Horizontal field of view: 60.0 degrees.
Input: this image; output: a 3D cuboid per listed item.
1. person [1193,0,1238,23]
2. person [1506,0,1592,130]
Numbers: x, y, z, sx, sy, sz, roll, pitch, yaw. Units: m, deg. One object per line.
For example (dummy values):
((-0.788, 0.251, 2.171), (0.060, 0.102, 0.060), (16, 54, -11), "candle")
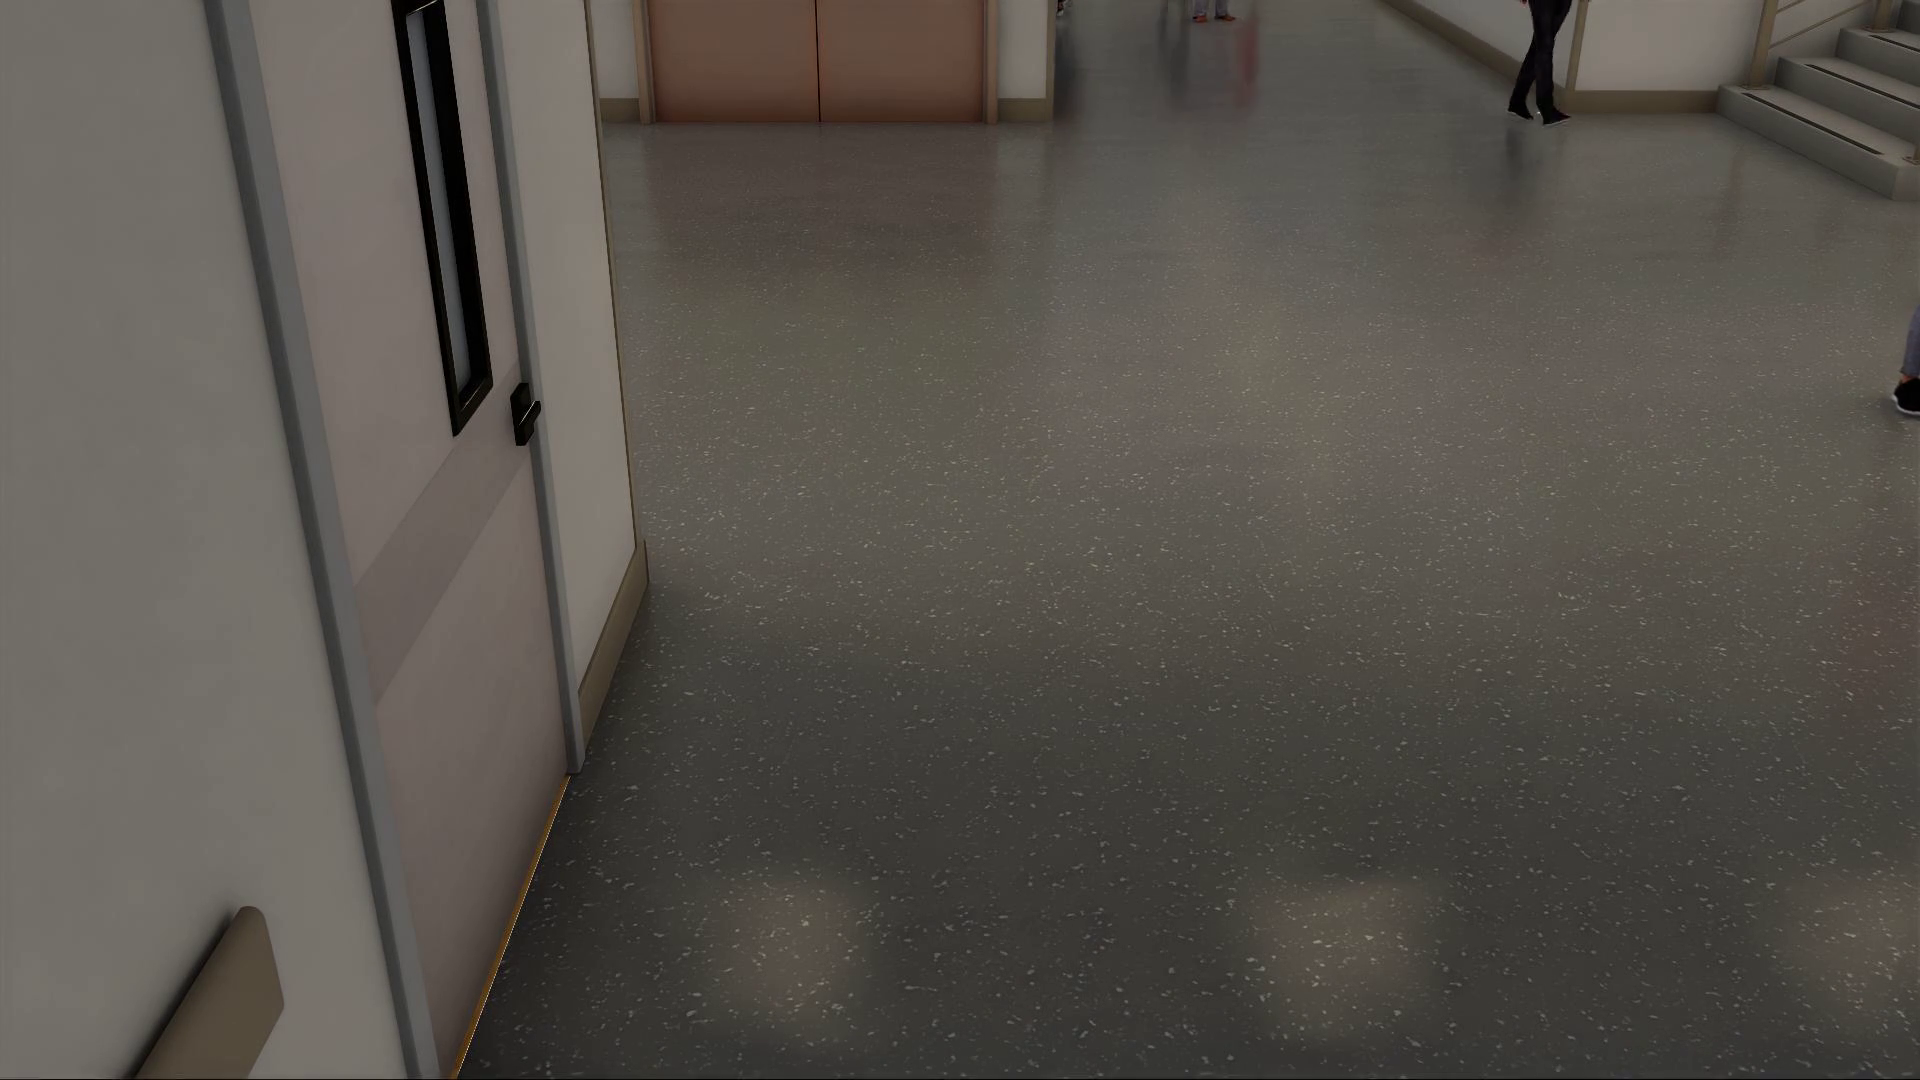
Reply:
((2.462, -5.880, 15.915), (0.622, 1.735, 0.767), (-9, 27, -19), "person")
((4.050, -3.853, 11.493), (1.103, 1.924, 0.912), (-6, 26, -13), "person")
